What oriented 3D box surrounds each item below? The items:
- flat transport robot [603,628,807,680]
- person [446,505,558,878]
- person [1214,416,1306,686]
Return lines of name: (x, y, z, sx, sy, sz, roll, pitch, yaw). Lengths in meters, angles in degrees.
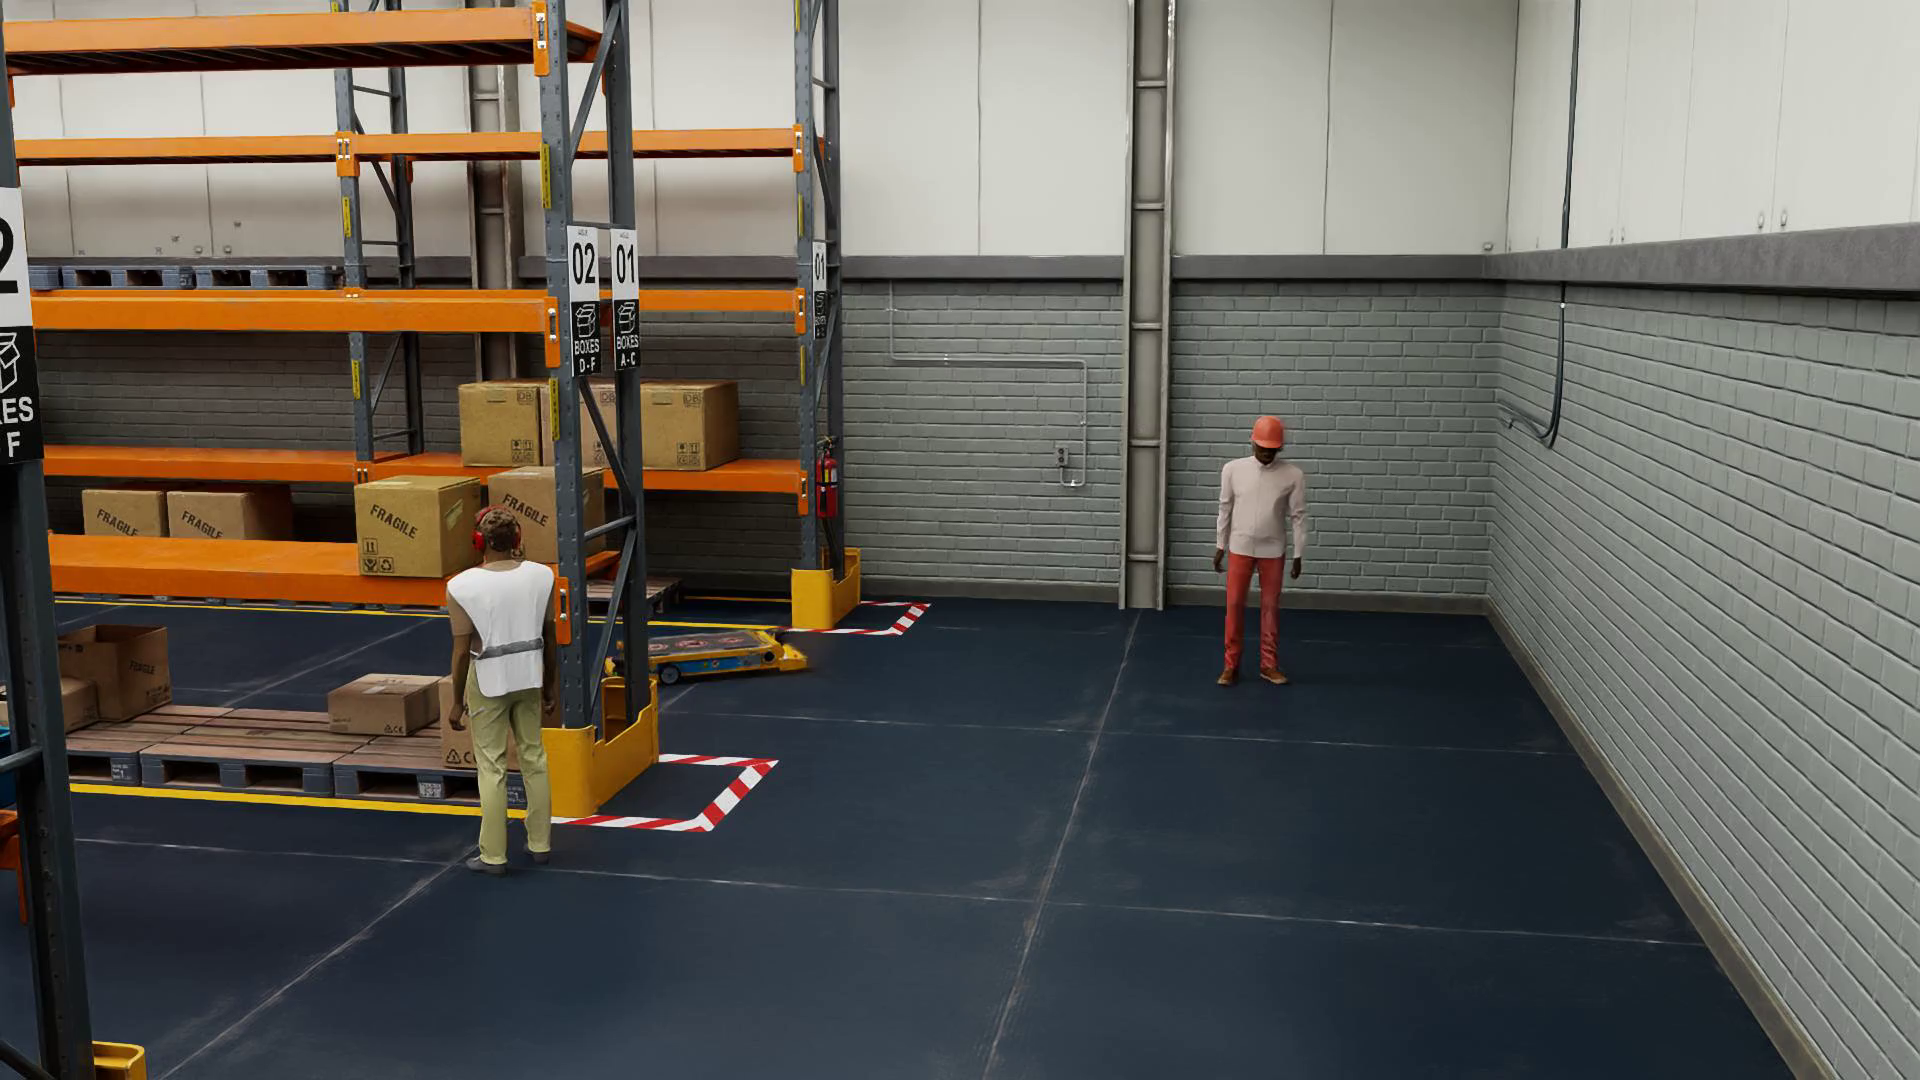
flat transport robot: (-1.927, 0.860, 12.424, 1.431, 0.197, 0.652, -4, 10, -23)
person: (-2.248, 0.749, 8.238, 0.570, 1.845, 0.381, -8, 12, -42)
person: (2.168, 0.083, 12.026, 0.643, 1.972, 0.456, 2, 9, 9)
